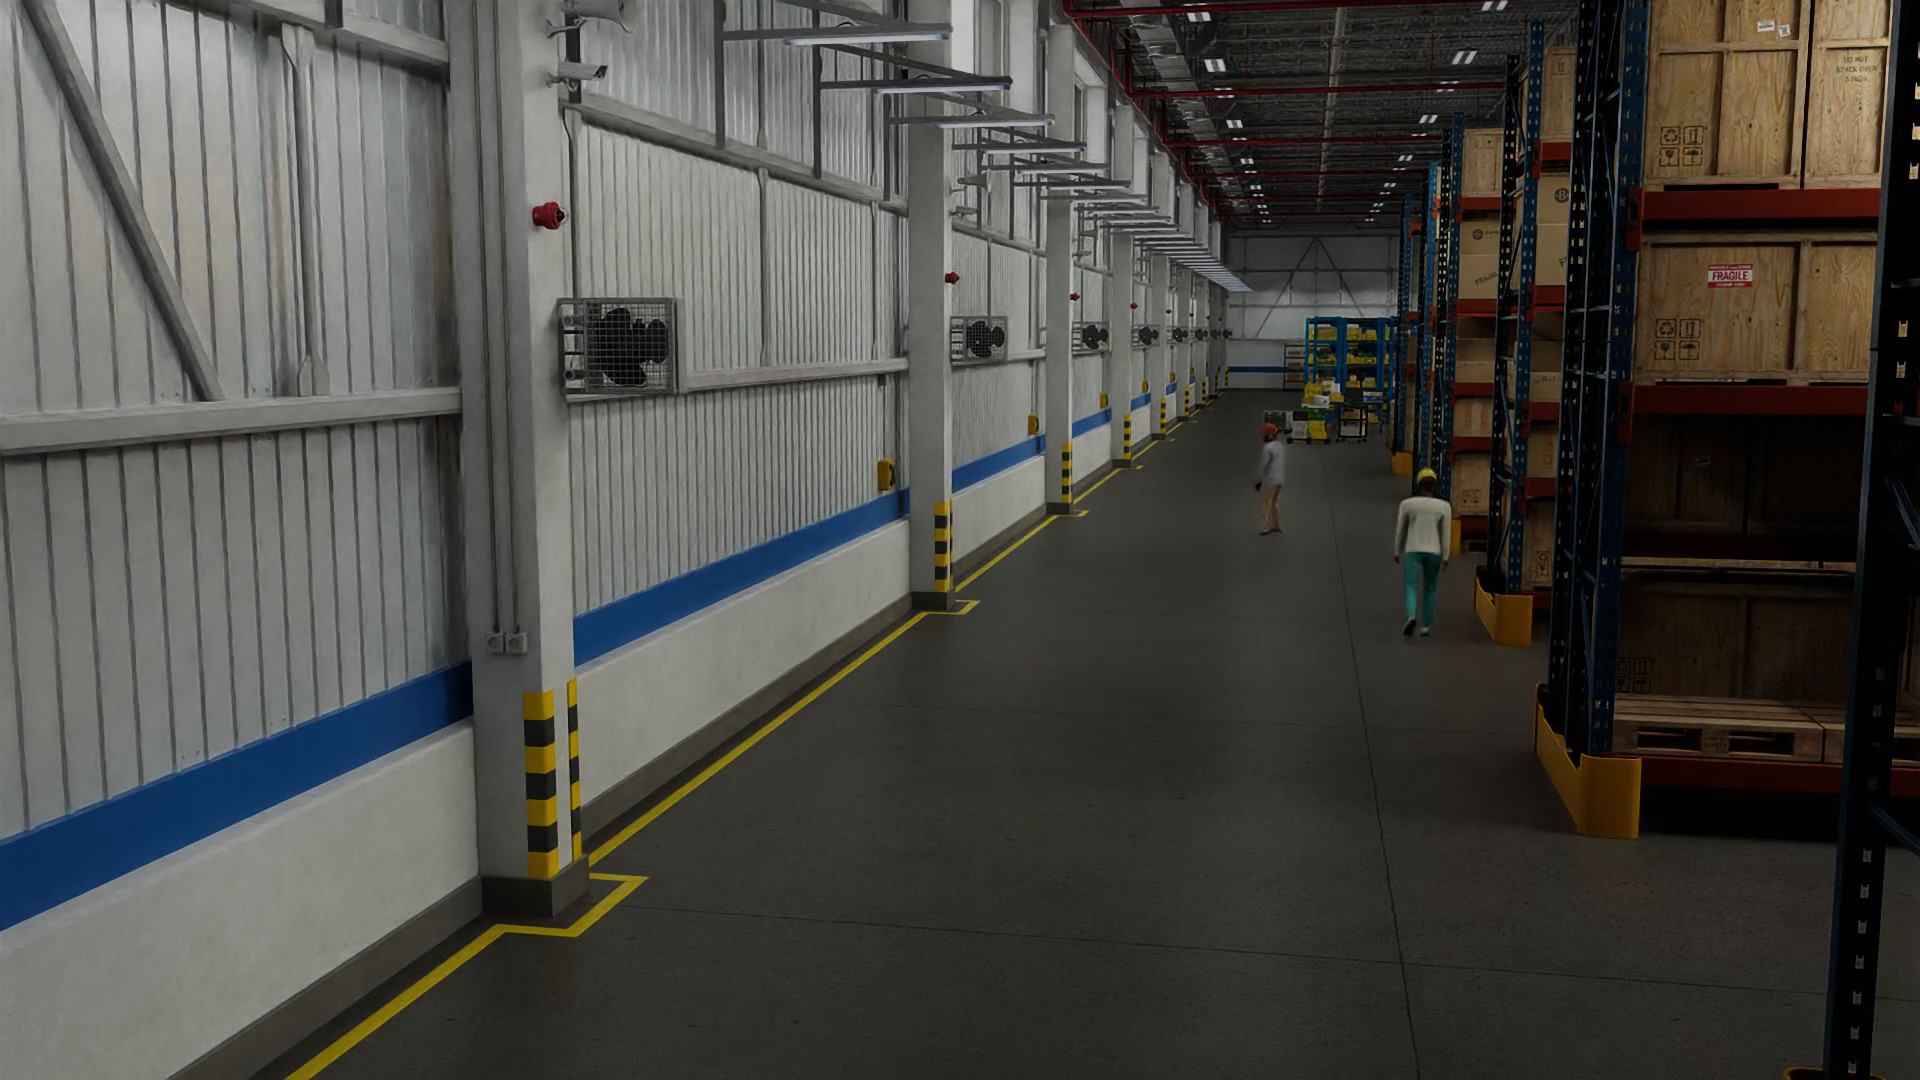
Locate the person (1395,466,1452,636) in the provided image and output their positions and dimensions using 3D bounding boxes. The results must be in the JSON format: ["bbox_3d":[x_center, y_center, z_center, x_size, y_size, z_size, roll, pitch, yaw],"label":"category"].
[{"bbox_3d":[4.684,0.134,16.815,0.530,1.749,0.572,2,7,12],"label":"person"}]

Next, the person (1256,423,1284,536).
[{"bbox_3d":[4.732,-0.918,25.362,0.406,1.722,0.586,4,8,31],"label":"person"}]
